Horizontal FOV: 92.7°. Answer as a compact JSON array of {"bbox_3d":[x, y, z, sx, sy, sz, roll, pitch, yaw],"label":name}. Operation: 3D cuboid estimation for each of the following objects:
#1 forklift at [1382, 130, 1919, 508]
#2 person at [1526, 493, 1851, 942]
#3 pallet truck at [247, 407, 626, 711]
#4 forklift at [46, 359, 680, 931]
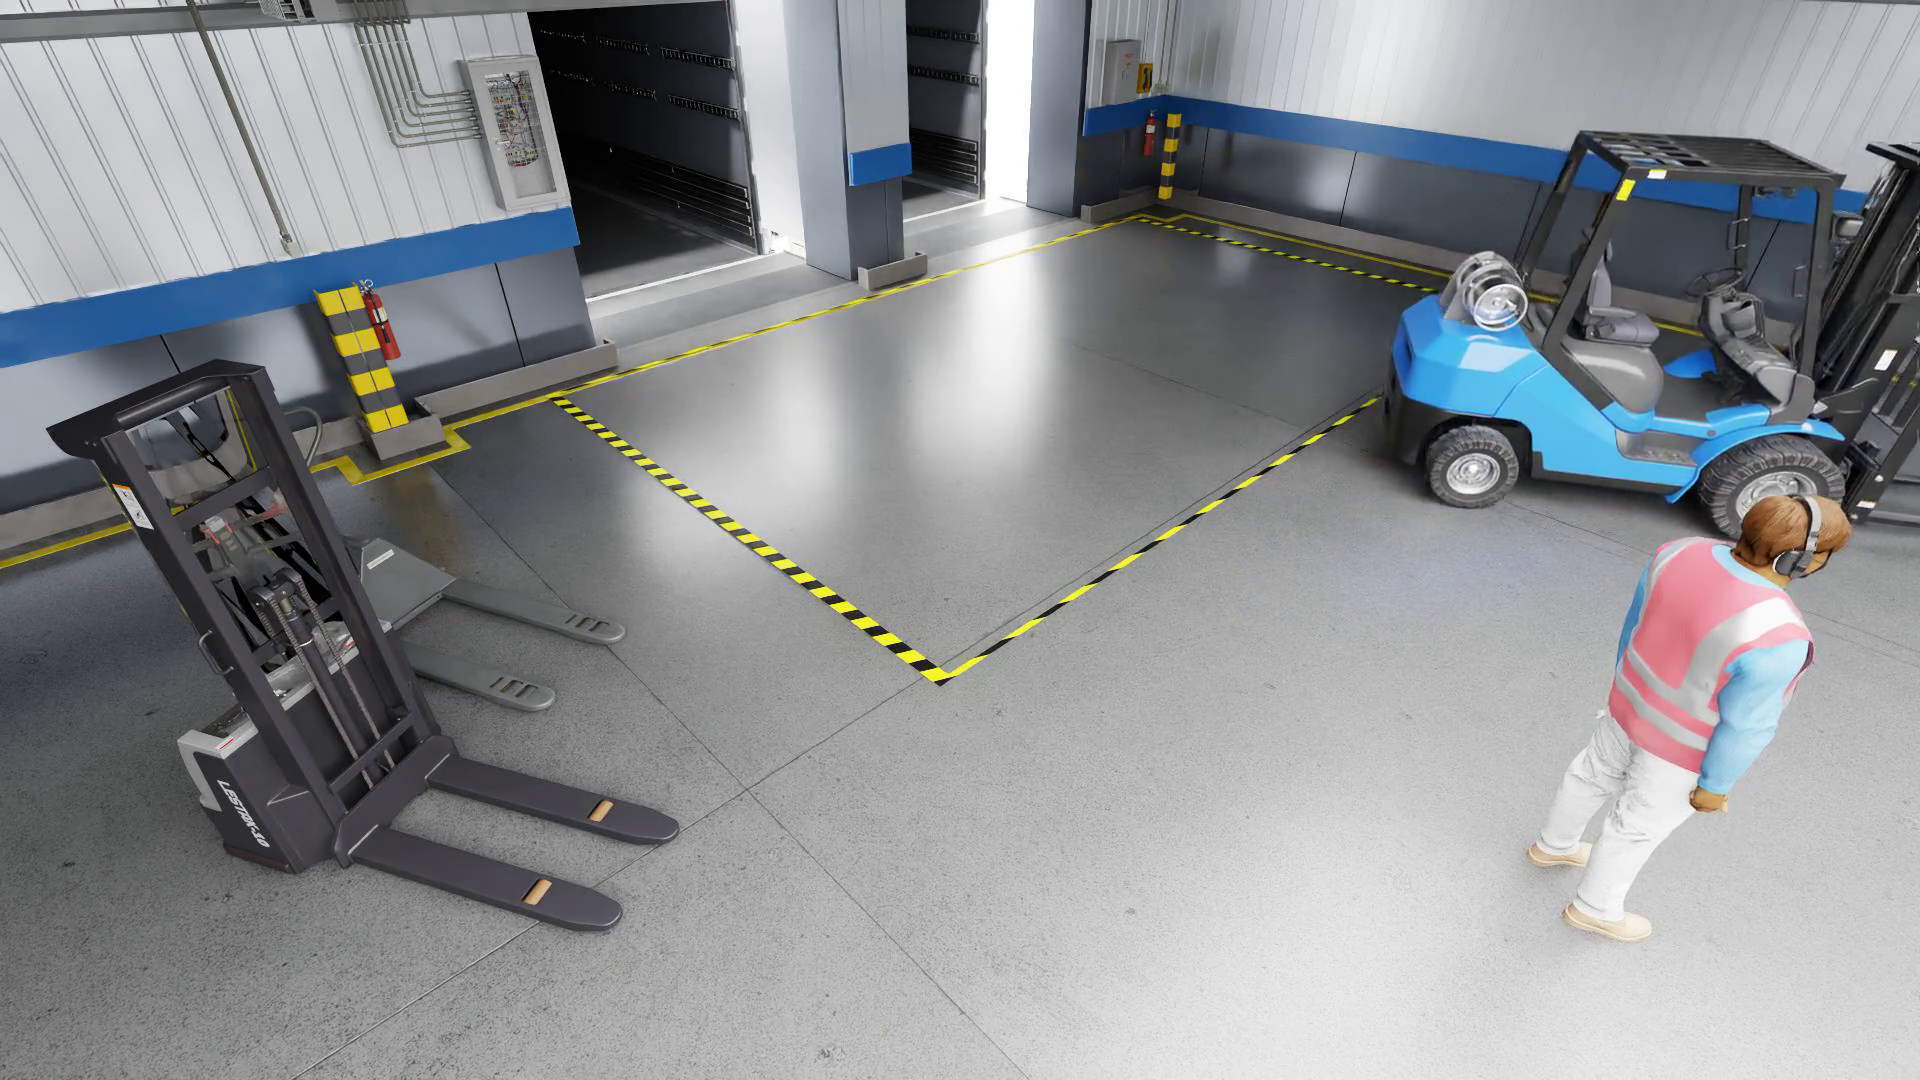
[{"bbox_3d":[4.295,-1.396,5.711,2.680,2.036,1.157,9,35,13],"label":"forklift"},{"bbox_3d":[2.473,0.640,3.170,0.429,1.844,0.620,2,34,3],"label":"person"},{"bbox_3d":[-2.628,0.038,4.590,1.601,1.201,0.680,12,36,18],"label":"pallet truck"},{"bbox_3d":[-2.135,0.422,3.354,1.885,1.965,0.823,10,35,14],"label":"forklift"}]
